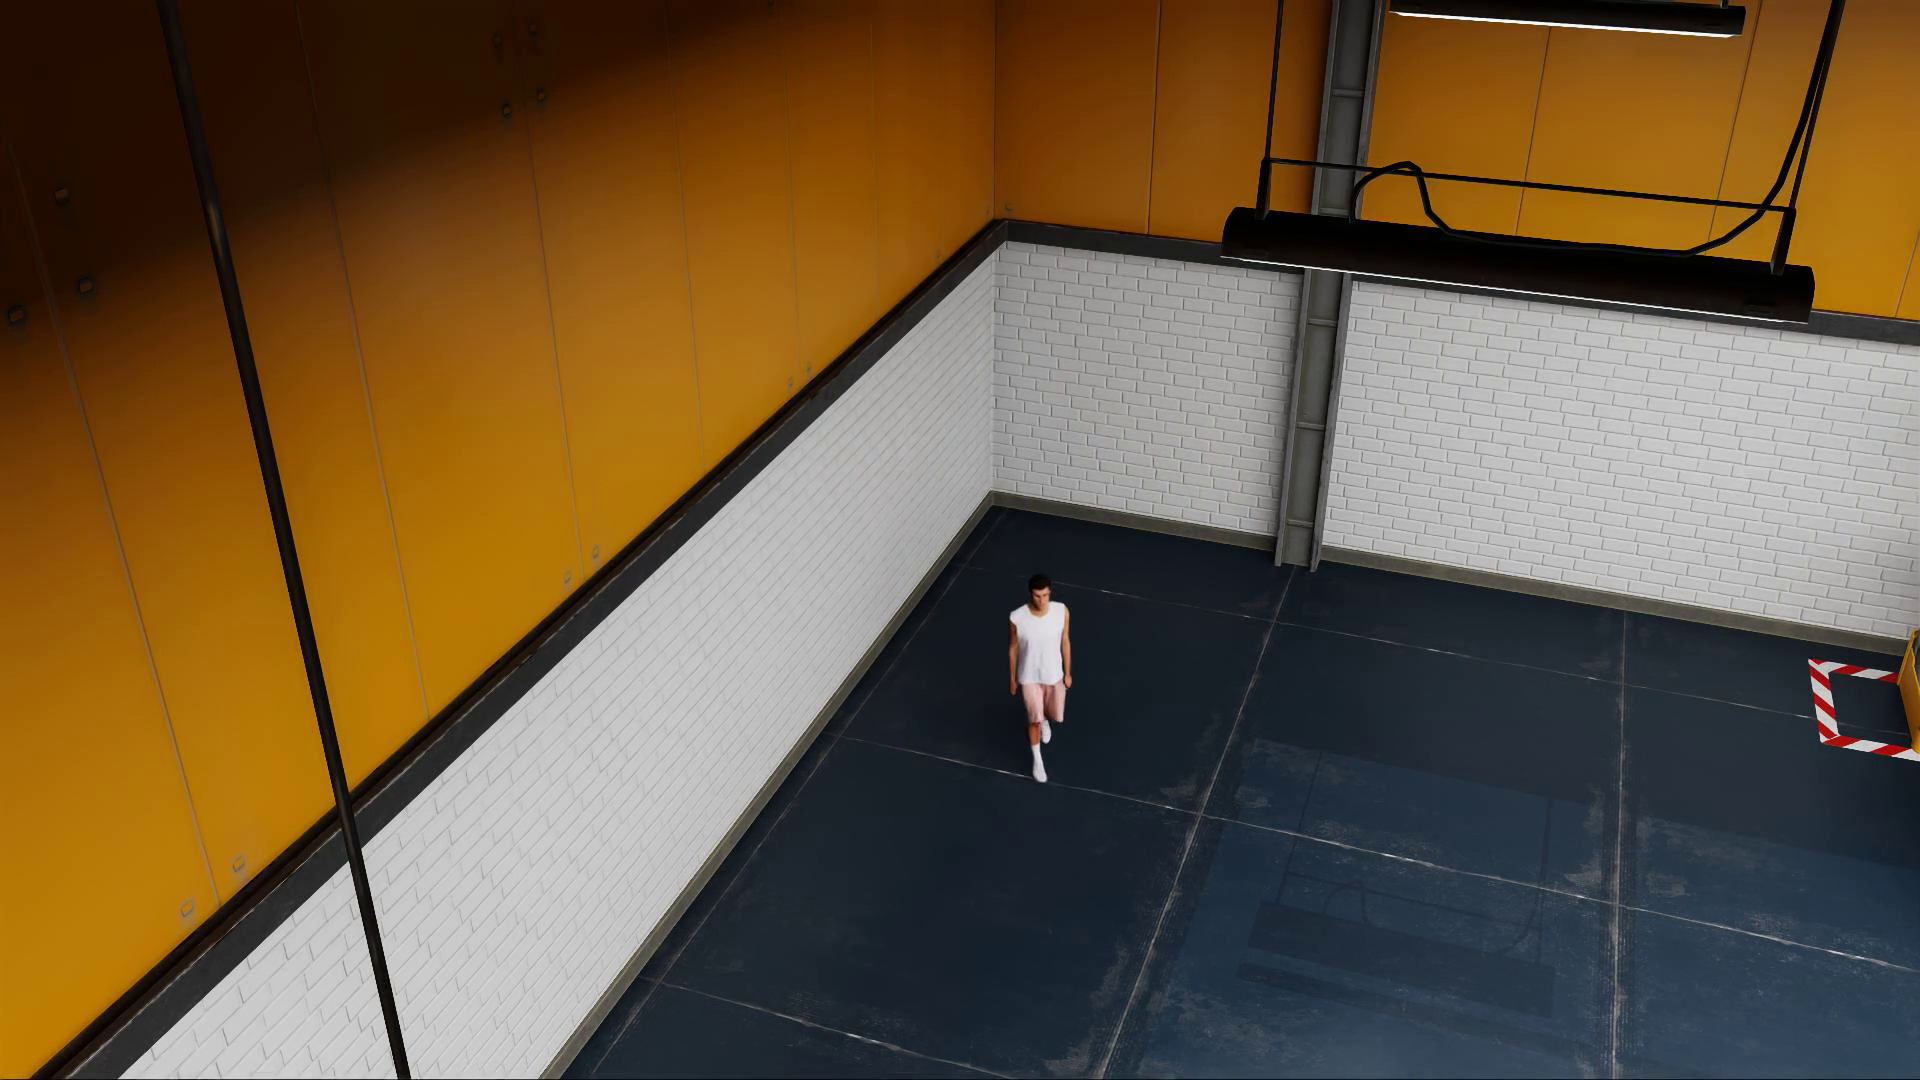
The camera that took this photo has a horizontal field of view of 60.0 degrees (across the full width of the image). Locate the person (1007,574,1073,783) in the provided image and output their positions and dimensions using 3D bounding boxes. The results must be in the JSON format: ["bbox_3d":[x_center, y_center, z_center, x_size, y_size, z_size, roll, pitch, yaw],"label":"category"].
[{"bbox_3d":[0.615,0.984,12.852,0.955,1.769,0.950,-4,29,-7],"label":"person"}]
